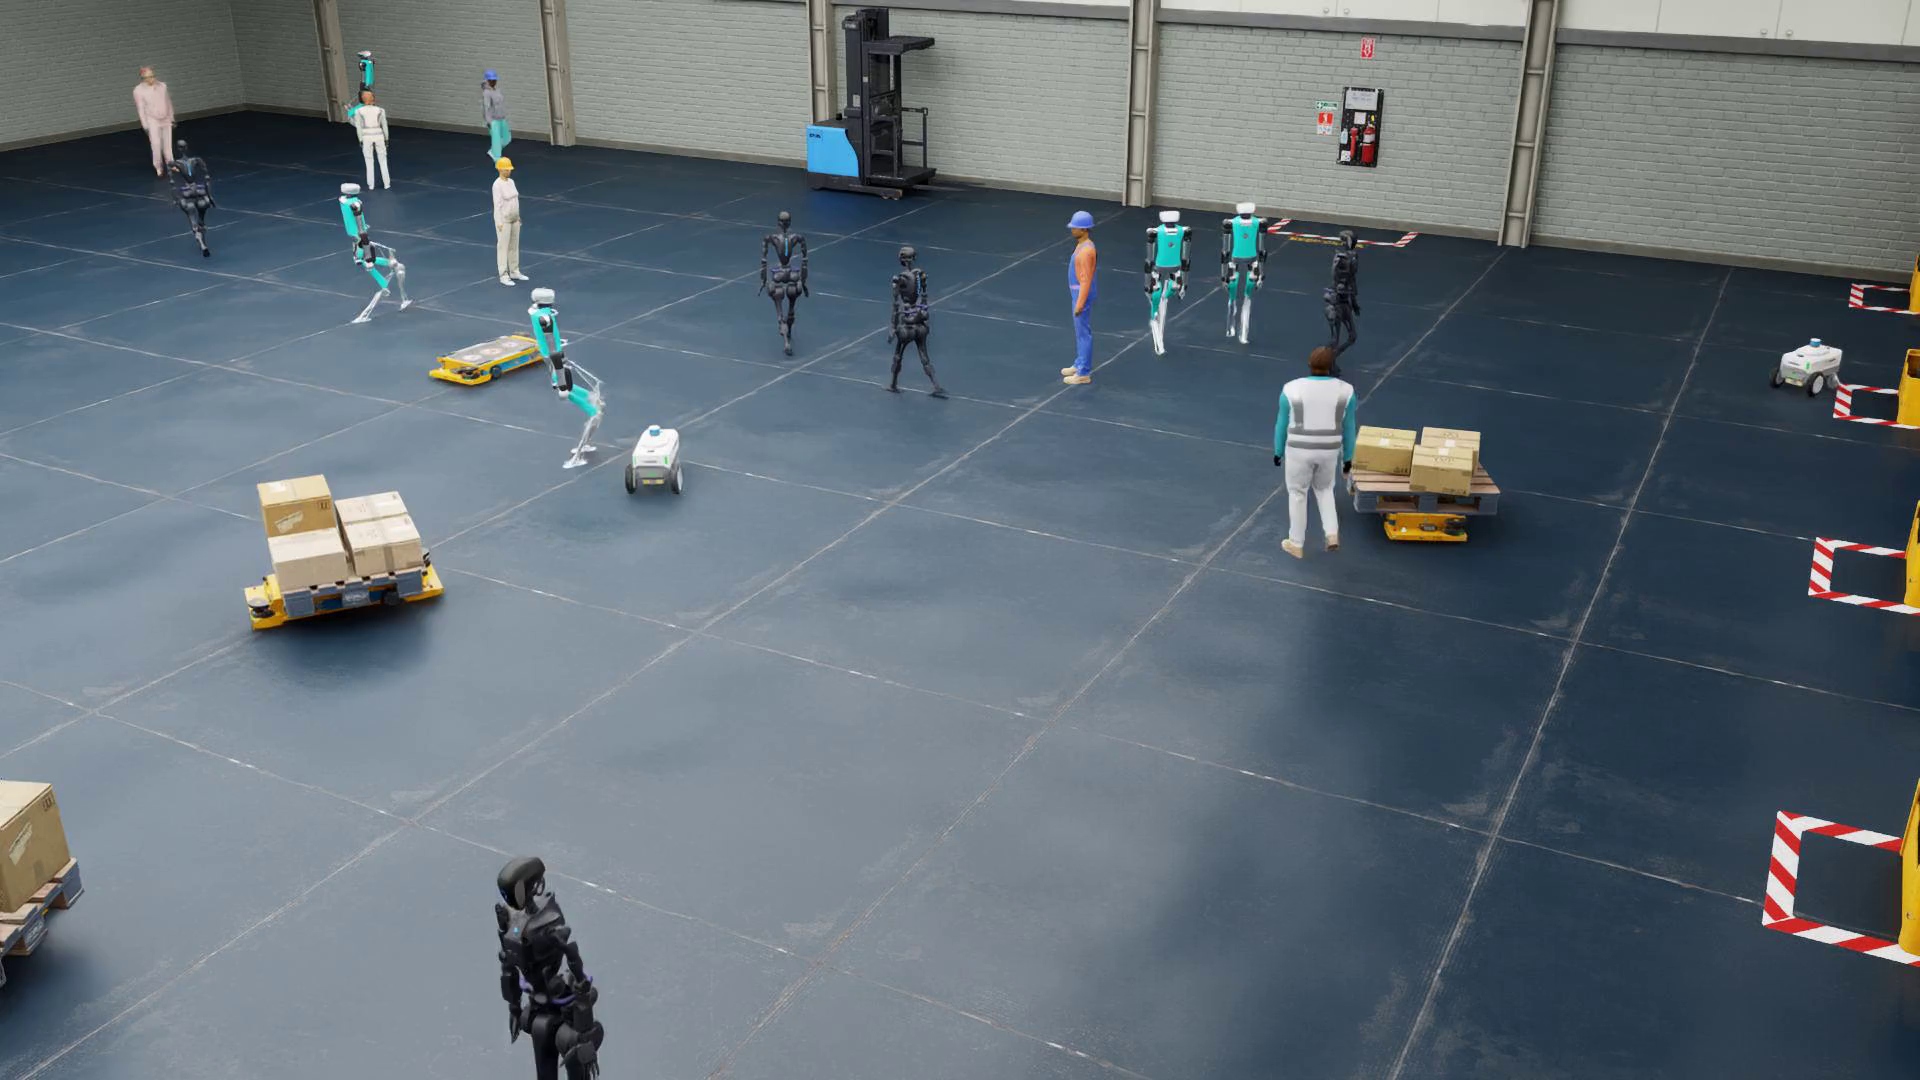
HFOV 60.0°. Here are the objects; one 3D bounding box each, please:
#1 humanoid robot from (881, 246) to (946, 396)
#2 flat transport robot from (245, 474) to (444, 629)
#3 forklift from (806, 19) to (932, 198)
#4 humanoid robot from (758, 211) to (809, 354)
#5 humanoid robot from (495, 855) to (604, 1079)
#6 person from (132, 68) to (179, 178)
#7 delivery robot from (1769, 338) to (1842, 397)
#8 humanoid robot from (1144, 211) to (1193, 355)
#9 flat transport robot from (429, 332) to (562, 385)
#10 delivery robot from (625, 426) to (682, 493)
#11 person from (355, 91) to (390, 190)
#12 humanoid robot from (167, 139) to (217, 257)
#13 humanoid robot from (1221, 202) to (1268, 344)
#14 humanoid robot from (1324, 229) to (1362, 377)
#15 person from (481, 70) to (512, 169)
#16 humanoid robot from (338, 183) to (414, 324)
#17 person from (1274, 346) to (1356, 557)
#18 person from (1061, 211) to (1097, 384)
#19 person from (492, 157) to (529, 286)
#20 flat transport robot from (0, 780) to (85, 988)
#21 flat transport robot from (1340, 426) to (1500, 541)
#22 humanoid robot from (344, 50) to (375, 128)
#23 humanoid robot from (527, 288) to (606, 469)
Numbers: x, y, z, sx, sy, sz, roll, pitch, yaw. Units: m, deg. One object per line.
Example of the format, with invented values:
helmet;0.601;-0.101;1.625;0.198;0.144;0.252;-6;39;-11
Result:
humanoid robot;-0.508;-2.336;17.882;0.762;1.637;0.608;17;29;35
flat transport robot;-4.903;0.392;13.250;1.431;0.231;0.659;-11;26;-24
forklift;-1.573;-7.292;27.850;1.873;2.768;1.129;12;26;25
humanoid robot;-2.081;-3.041;19.531;0.608;1.626;0.792;-8;24;-18
humanoid robot;-1.792;2.127;7.469;0.601;1.652;0.387;17;28;34
person;-14.062;-7.330;29.197;0.397;1.885;0.687;13;27;28
delivery robot;9.306;-1.896;18.233;0.781;0.610;0.509;-16;28;-32
humanoid robot;2.343;-2.981;19.217;0.533;1.738;0.949;-3;23;-7
flat transport robot;-5.294;-2.073;18.990;0.659;0.231;1.431;13;27;28
delivery robot;-2.848;-0.755;15.581;0.499;0.612;0.796;0;23;-1
person;-9.942;-6.772;28.205;0.509;1.626;0.323;-9;25;-20
humanoid robot;-10.979;-4.908;23.875;0.589;1.639;0.744;-17;29;-35
humanoid robot;3.313;-3.136;19.691;0.555;1.865;0.867;1;23;3
humanoid robot;4.250;-2.637;18.513;0.343;1.645;0.589;17;28;34
person;-8.339;-7.535;29.812;0.452;1.759;0.561;8;25;19
humanoid robot;-7.204;-3.591;20.732;1.018;1.775;0.530;-17;29;-34
person;2.941;-0.714;13.865;0.619;1.824;0.467;-2;23;-4
person;1.327;-2.674;18.310;0.362;1.911;0.515;0;23;0
person;-6.064;-4.285;22.329;0.329;1.694;0.484;8;25;18
flat transport robot;-5.524;2.252;8.921;0.659;0.231;1.431;1;23;2
flat transport robot;4.084;-0.338;14.949;0.659;0.231;1.431;1;23;3
humanoid robot;-11.631;-8.592;32.137;0.735;1.677;0.533;1;23;3
humanoid robot;-3.674;-1.568;15.931;0.770;1.769;0.531;-10;25;-21
